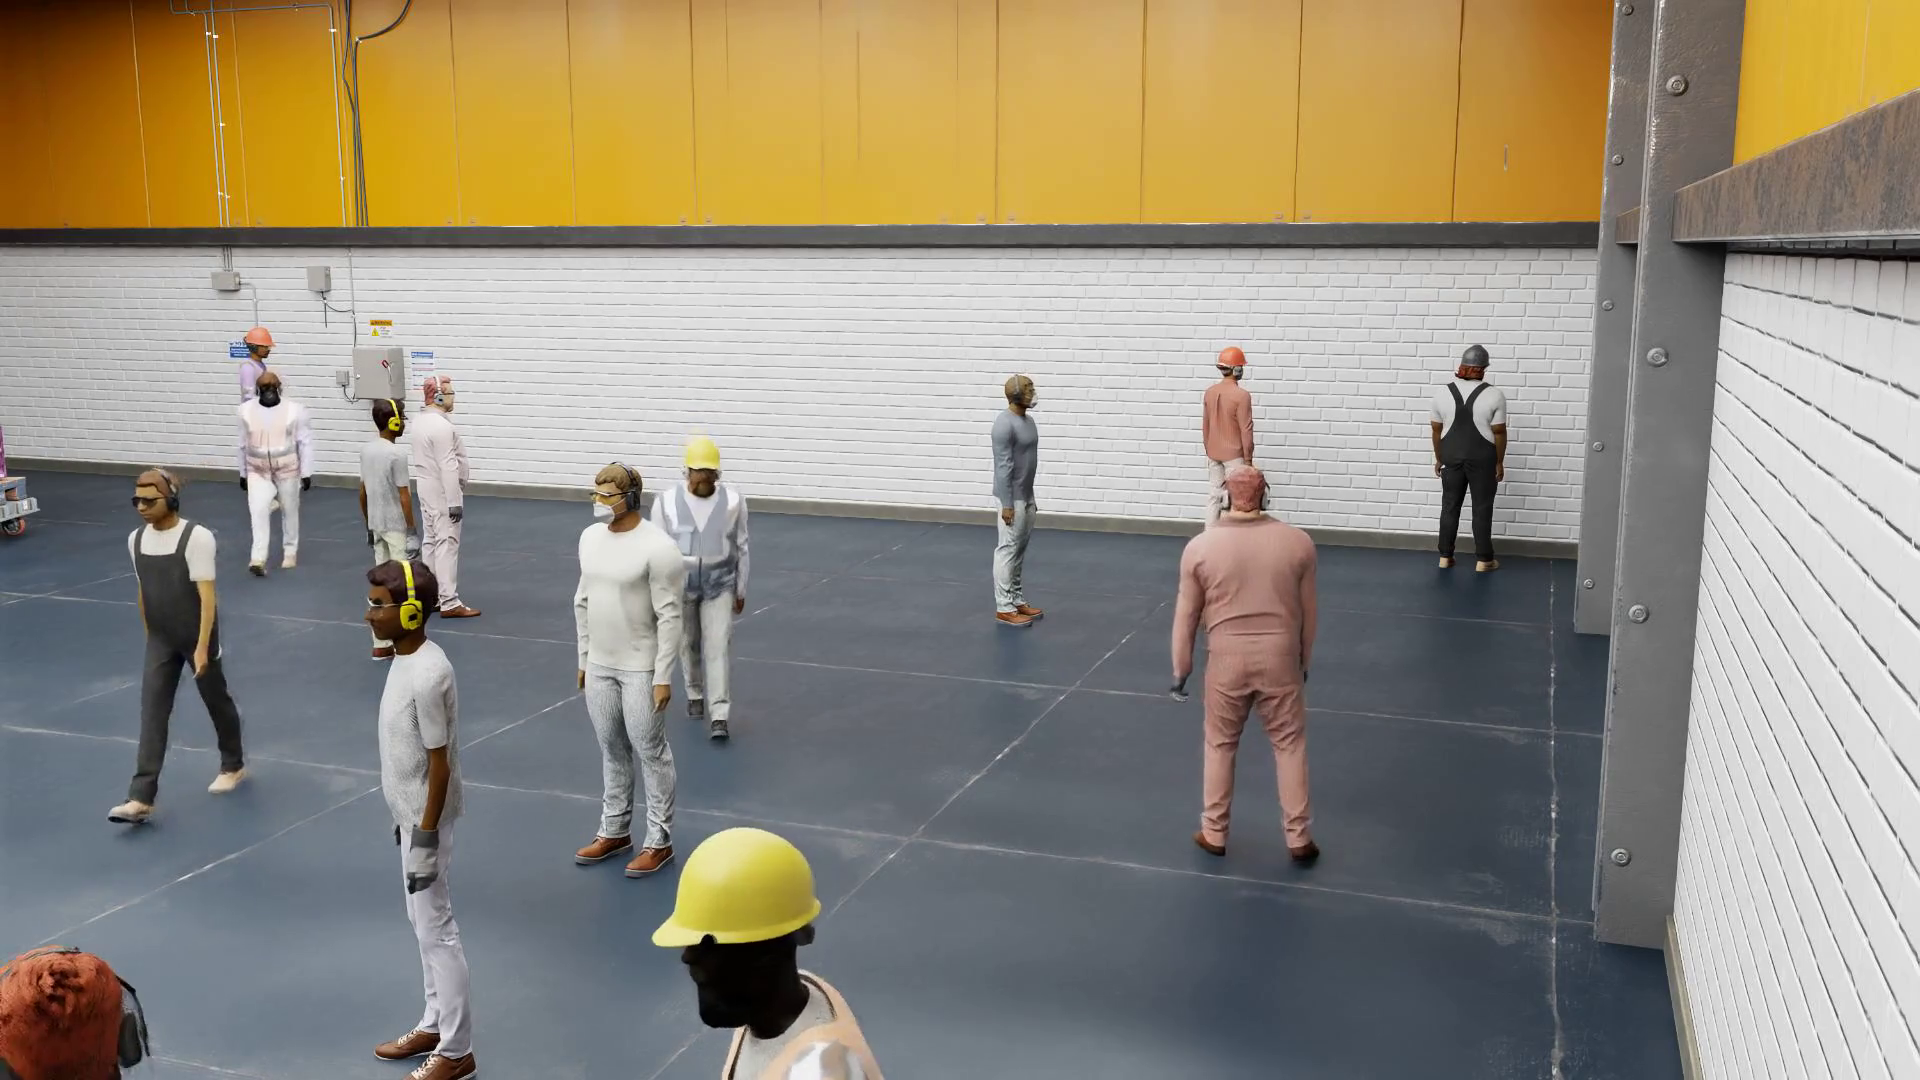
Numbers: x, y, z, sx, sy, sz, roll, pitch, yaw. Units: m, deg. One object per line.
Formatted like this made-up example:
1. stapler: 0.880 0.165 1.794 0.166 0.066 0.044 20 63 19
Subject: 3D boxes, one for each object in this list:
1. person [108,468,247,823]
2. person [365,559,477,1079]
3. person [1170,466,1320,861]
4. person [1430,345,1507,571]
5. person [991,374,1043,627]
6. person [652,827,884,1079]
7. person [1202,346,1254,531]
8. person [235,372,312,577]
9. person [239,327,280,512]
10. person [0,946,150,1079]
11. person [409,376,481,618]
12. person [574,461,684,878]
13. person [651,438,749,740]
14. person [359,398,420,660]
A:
1. person: -4.036 0.525 8.556 0.533 1.793 0.963 2 10 9
2. person: -1.892 0.981 5.772 0.328 1.874 0.512 -5 11 -26
3. person: 1.381 0.602 7.880 0.765 1.885 0.514 1 10 6
4. person: 4.615 -0.746 15.022 0.678 2.000 0.537 7 12 34
5. person: 0.444 -0.314 12.875 0.371 1.940 0.630 4 11 20
6. person: -0.304 1.446 3.056 0.445 1.909 0.588 -3 10 -16
7. person: 2.491 -0.786 15.371 0.375 1.997 0.612 -7 12 -34
8. person: -6.101 -0.581 14.776 0.648 1.793 0.940 -3 10 -15
9. person: -7.677 -1.320 18.294 0.402 2.031 0.612 -1 10 -8
10. person: -1.400 1.532 2.722 0.568 1.857 0.706 -6 12 -31
11. person: -4.064 -0.339 13.108 0.407 1.908 0.641 -8 13 -37
12. person: -1.555 0.595 7.757 0.630 1.940 0.372 7 12 33
13. person: -1.562 0.279 9.979 0.601 1.786 0.924 -2 10 -8
14. person: -3.984 -0.063 11.671 0.534 1.864 0.310 7 12 35
